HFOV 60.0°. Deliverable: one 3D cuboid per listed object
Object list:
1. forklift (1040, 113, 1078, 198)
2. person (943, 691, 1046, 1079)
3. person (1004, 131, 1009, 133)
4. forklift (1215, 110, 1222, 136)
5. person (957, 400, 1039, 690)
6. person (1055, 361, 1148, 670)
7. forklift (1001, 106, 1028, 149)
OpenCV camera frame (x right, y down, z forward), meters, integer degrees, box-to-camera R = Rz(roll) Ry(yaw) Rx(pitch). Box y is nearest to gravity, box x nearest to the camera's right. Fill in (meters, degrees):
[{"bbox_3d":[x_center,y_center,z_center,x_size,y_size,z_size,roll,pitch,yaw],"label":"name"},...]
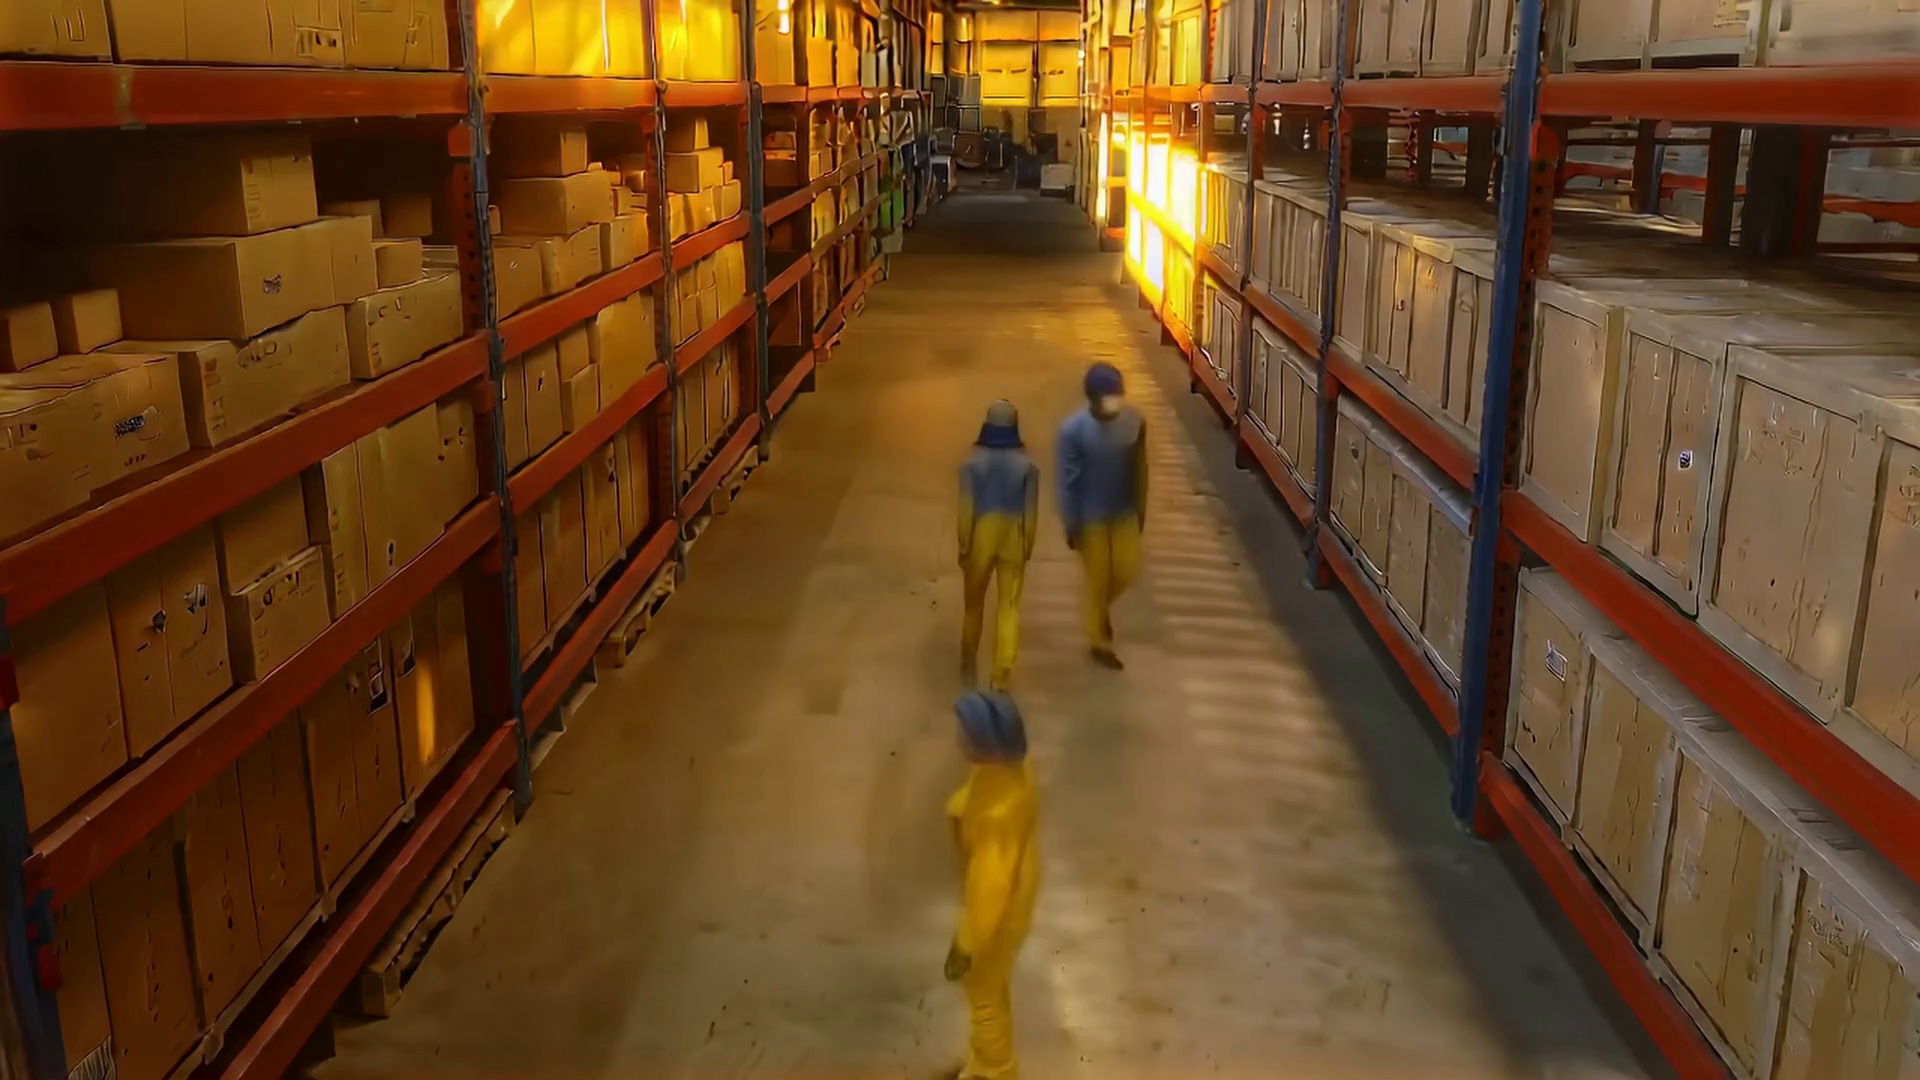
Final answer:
[{"bbox_3d":[3.710,-12.992,56.130,1.873,2.768,1.129,-14,20,-42],"label":"forklift"},{"bbox_3d":[0.072,1.252,5.506,0.420,1.621,0.552,0,15,1],"label":"person"},{"bbox_3d":[2.010,-16.270,70.153,0.838,1.911,0.652,3,15,11],"label":"person"},{"bbox_3d":[10.013,-15.531,65.578,1.873,2.768,1.129,0,15,2],"label":"forklift"},{"bbox_3d":[0.202,-0.006,10.031,0.496,1.702,0.819,-2,15,-9],"label":"person"},{"bbox_3d":[0.859,-0.162,10.228,0.640,1.915,0.505,-7,16,-24],"label":"person"},{"bbox_3d":[2.539,-20.165,82.819,1.129,2.768,1.873,-7,17,-24],"label":"forklift"}]
